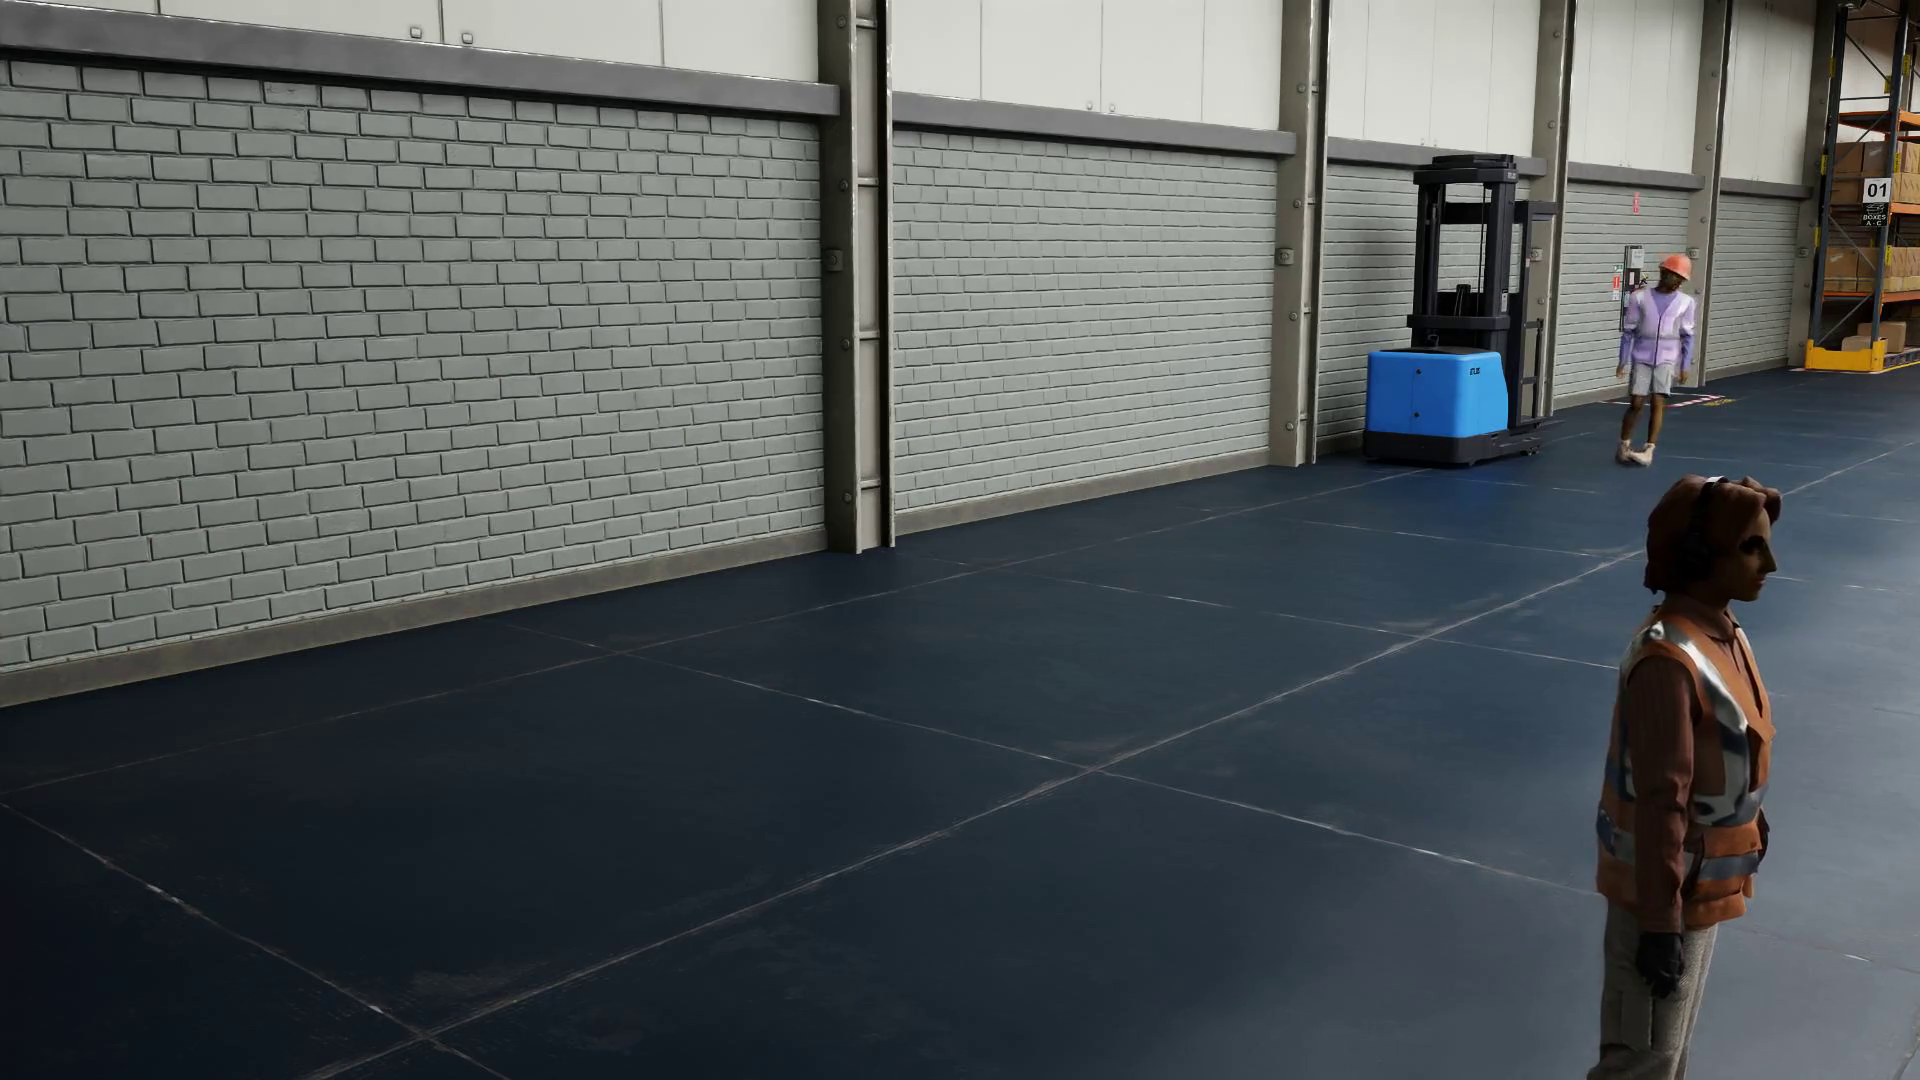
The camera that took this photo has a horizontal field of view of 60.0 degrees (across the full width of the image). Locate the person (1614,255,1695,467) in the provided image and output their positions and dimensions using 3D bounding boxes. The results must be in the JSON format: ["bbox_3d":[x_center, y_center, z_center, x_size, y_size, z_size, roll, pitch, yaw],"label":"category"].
[{"bbox_3d":[6.580,-1.685,15.764,0.671,1.997,0.508,3,10,16],"label":"person"}]

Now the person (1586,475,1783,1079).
[{"bbox_3d":[1.375,0.686,3.197,0.308,1.639,0.524,6,12,32],"label":"person"}]

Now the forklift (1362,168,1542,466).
[{"bbox_3d":[4.875,-2.212,16.287,1.129,2.768,1.873,8,13,40],"label":"forklift"}]
